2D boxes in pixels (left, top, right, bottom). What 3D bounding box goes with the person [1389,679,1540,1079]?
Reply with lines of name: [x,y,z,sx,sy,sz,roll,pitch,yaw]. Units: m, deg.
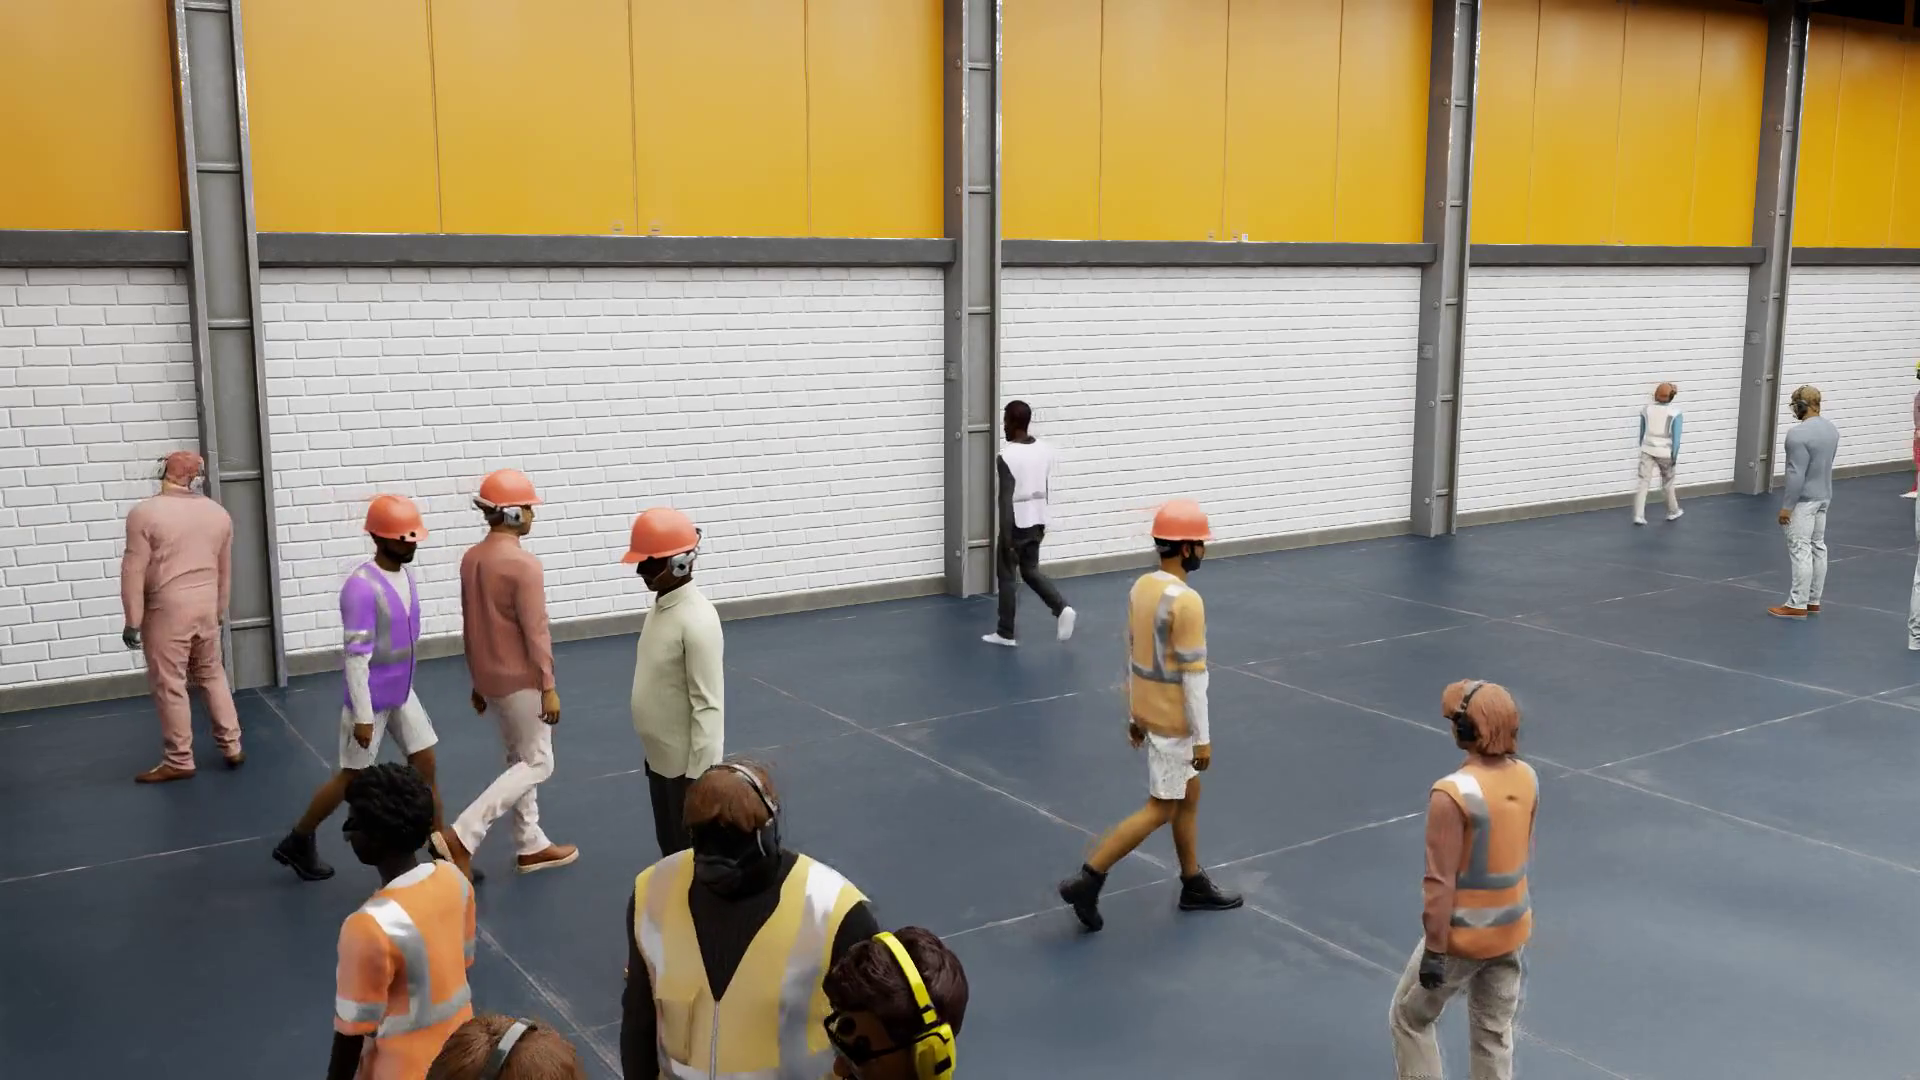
person: [1.577,1.232,5.292,0.548,1.625,0.479,-7,12,-36]

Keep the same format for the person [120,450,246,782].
person: [-4.402,0.439,9.412,0.439,1.867,0.709,4,10,22]

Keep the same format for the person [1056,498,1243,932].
person: [0.840,0.768,7.291,0.876,1.915,0.555,-2,10,-14]

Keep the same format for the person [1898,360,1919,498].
person: [12.047,-1.381,20.739,0.441,1.777,0.550,8,12,38]

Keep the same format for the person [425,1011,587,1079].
person: [-0.812,1.582,2.722,0.432,1.799,0.780,-7,12,-36]

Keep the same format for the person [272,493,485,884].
person: [-2.764,0.703,7.778,0.972,1.888,0.594,2,10,12]

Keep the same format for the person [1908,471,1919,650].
person: [7.381,-0.007,12.441,0.297,1.745,0.484,-3,10,-19]

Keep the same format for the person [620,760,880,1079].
person: [-0.478,1.360,4.039,0.660,1.809,0.803,3,10,15]

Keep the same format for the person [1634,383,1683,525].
person: [7.854,-0.967,18.668,0.858,1.591,0.527,-9,13,-42]

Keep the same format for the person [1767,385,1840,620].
person: [6.948,-0.307,13.686,0.628,1.933,0.378,-7,12,-35]

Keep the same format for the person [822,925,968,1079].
person: [-0.082,1.534,2.801,0.326,1.865,0.519,-8,12,-40]

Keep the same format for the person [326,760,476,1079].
person: [-1.409,1.390,4.315,0.866,1.655,0.539,1,9,4]

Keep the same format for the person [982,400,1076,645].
person: [0.504,-0.111,12.591,0.714,1.904,0.600,8,13,41]

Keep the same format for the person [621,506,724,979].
person: [-1.119,0.848,6.549,0.385,1.990,0.608,-5,11,-28]

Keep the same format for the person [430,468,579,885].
person: [-2.157,0.655,7.766,0.707,1.977,0.632,-9,13,-42]
